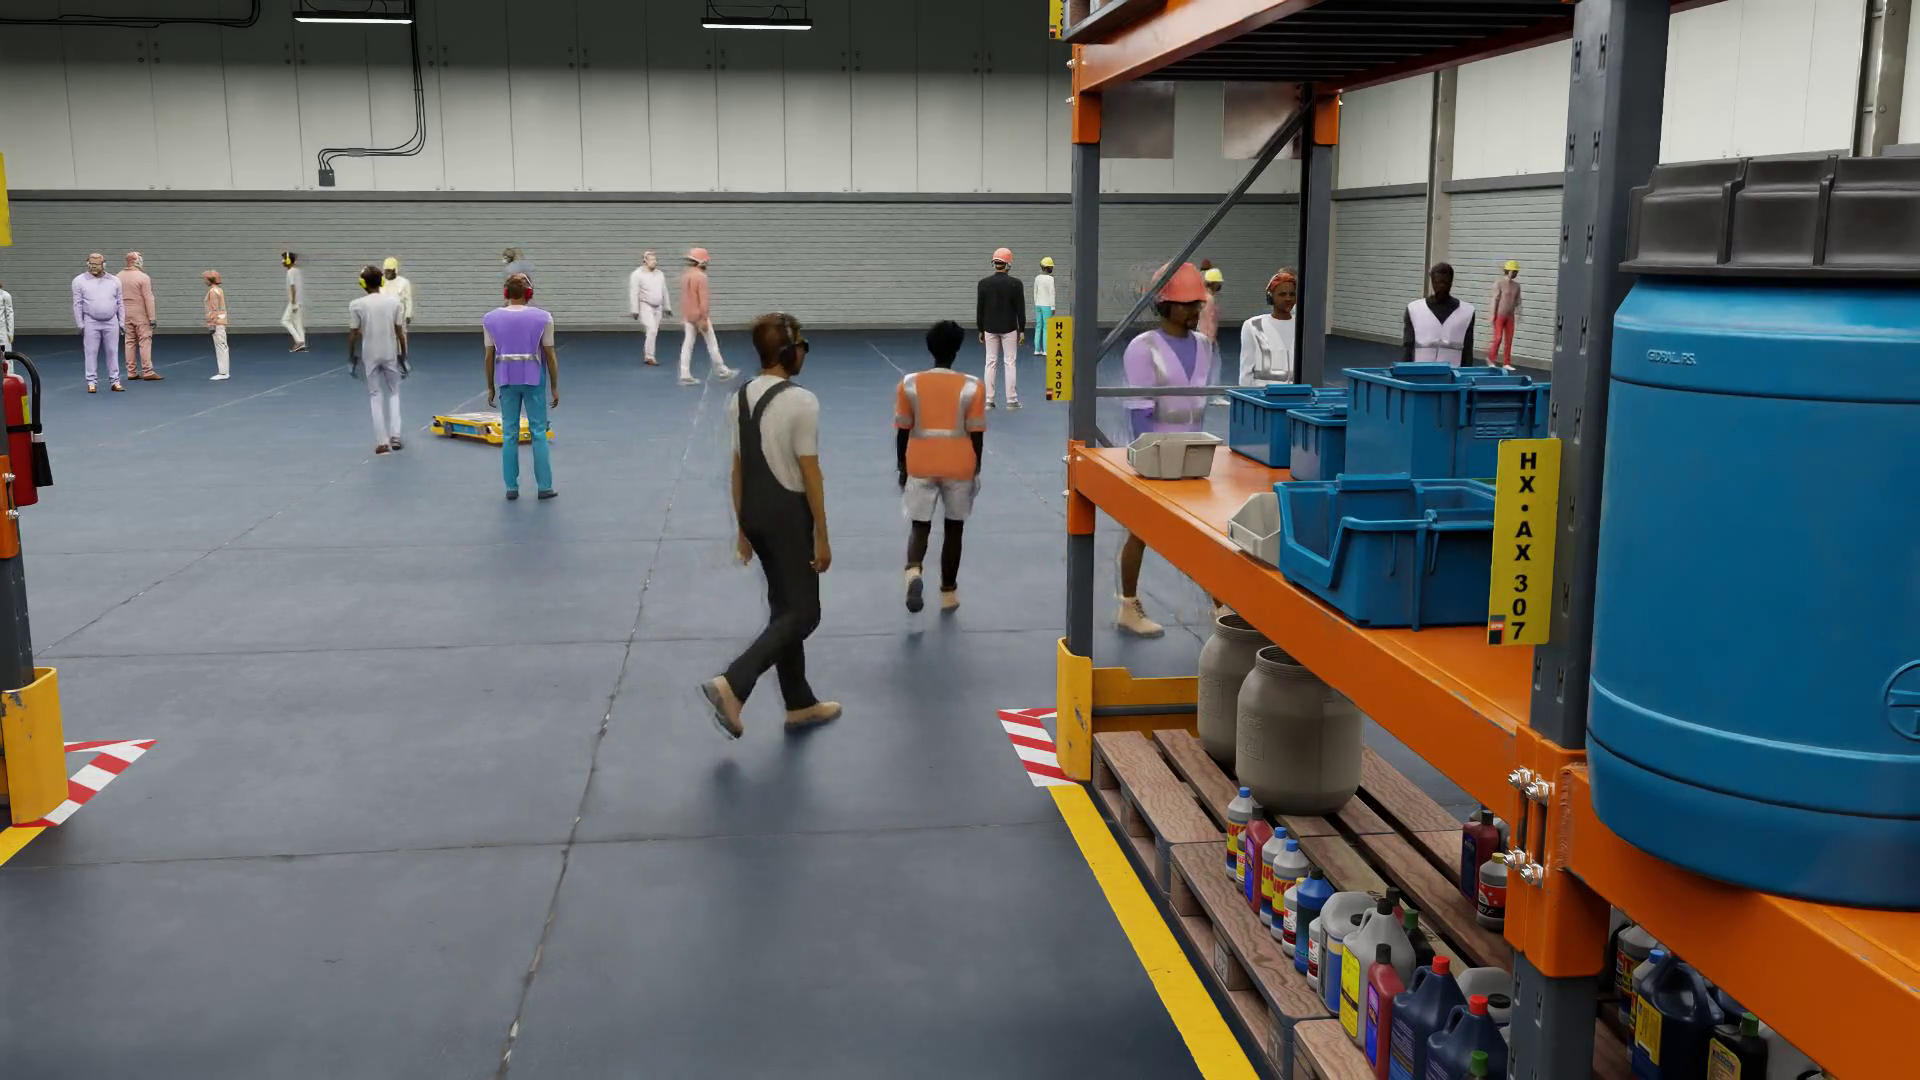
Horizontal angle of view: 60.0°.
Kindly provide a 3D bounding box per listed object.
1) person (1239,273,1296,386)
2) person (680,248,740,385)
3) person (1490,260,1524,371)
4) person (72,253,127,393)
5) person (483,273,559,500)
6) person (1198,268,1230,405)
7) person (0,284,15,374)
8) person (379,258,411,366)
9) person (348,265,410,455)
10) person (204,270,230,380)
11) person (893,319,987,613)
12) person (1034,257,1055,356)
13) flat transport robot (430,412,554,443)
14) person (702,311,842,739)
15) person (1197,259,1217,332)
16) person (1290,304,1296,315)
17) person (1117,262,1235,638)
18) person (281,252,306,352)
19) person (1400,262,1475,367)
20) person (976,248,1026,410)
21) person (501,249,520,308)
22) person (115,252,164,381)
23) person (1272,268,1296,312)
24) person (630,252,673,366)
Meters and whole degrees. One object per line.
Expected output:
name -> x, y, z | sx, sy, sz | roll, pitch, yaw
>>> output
person -> 2.225, -0.918, 11.646 | 0.573, 1.882, 0.356 | -3, 11, -15
person -> -3.685, -3.237, 24.144 | 0.962, 1.951, 0.647 | -9, 14, -40
person -> 8.734, -3.579, 26.567 | 0.561, 1.758, 0.361 | -4, 11, -23
person -> -11.805, -2.975, 22.862 | 0.640, 1.904, 0.401 | -8, 13, -39
person -> -3.557, -1.238, 13.502 | 0.571, 1.840, 0.374 | -1, 10, -5
person -> 3.070, -2.562, 21.029 | 0.756, 1.741, 0.524 | 3, 11, 15
person -> -12.738, -2.726, 21.930 | 0.486, 1.744, 0.311 | -2, 11, -10
person -> -9.273, -3.696, 27.168 | 0.611, 1.772, 0.938 | -1, 10, -6
person -> -5.737, -1.768, 16.362 | 0.570, 1.855, 0.473 | -6, 12, -29
person -> -11.120, -3.212, 24.888 | 0.309, 1.637, 0.514 | -3, 11, -16
person -> -0.116, -0.382, 9.270 | 0.532, 1.680, 0.593 | 2, 10, 9
person -> 1.542, -4.178, 29.828 | 0.328, 1.767, 0.530 | -7, 12, -33
flat transport robot -> -4.985, -1.210, 17.661 | 1.431, 0.197, 0.652 | 10, 14, 44
person -> -0.803, -0.044, 7.009 | 0.715, 1.829, 0.519 | -9, 14, -42
person -> 5.392, -5.348, 36.606 | 0.519, 1.635, 0.280 | 2, 11, 12
person -> 4.127, -2.323, 20.073 | 0.520, 1.621, 0.615 | -4, 11, -20
person -> 1.158, -0.415, 8.577 | 0.611, 1.988, 1.029 | -7, 13, -34
person -> -12.348, -4.395, 30.778 | 0.430, 1.848, 0.534 | -1, 10, -6
person -> 4.023, -1.378, 14.067 | 0.596, 1.916, 0.372 | 1, 10, 8
person -> 0.515, -2.597, 20.530 | 0.623, 1.993, 0.384 | 4, 11, 19
person -> -8.625, -4.666, 32.141 | 0.387, 1.908, 0.677 | -1, 10, -3
person -> -12.245, -3.329, 24.796 | 0.652, 1.904, 0.402 | 3, 11, 18
person -> 5.455, -3.705, 27.649 | 0.631, 1.614, 0.328 | -3, 11, -16
person -> -5.089, -3.834, 27.633 | 0.690, 1.885, 0.659 | 7, 13, 35
